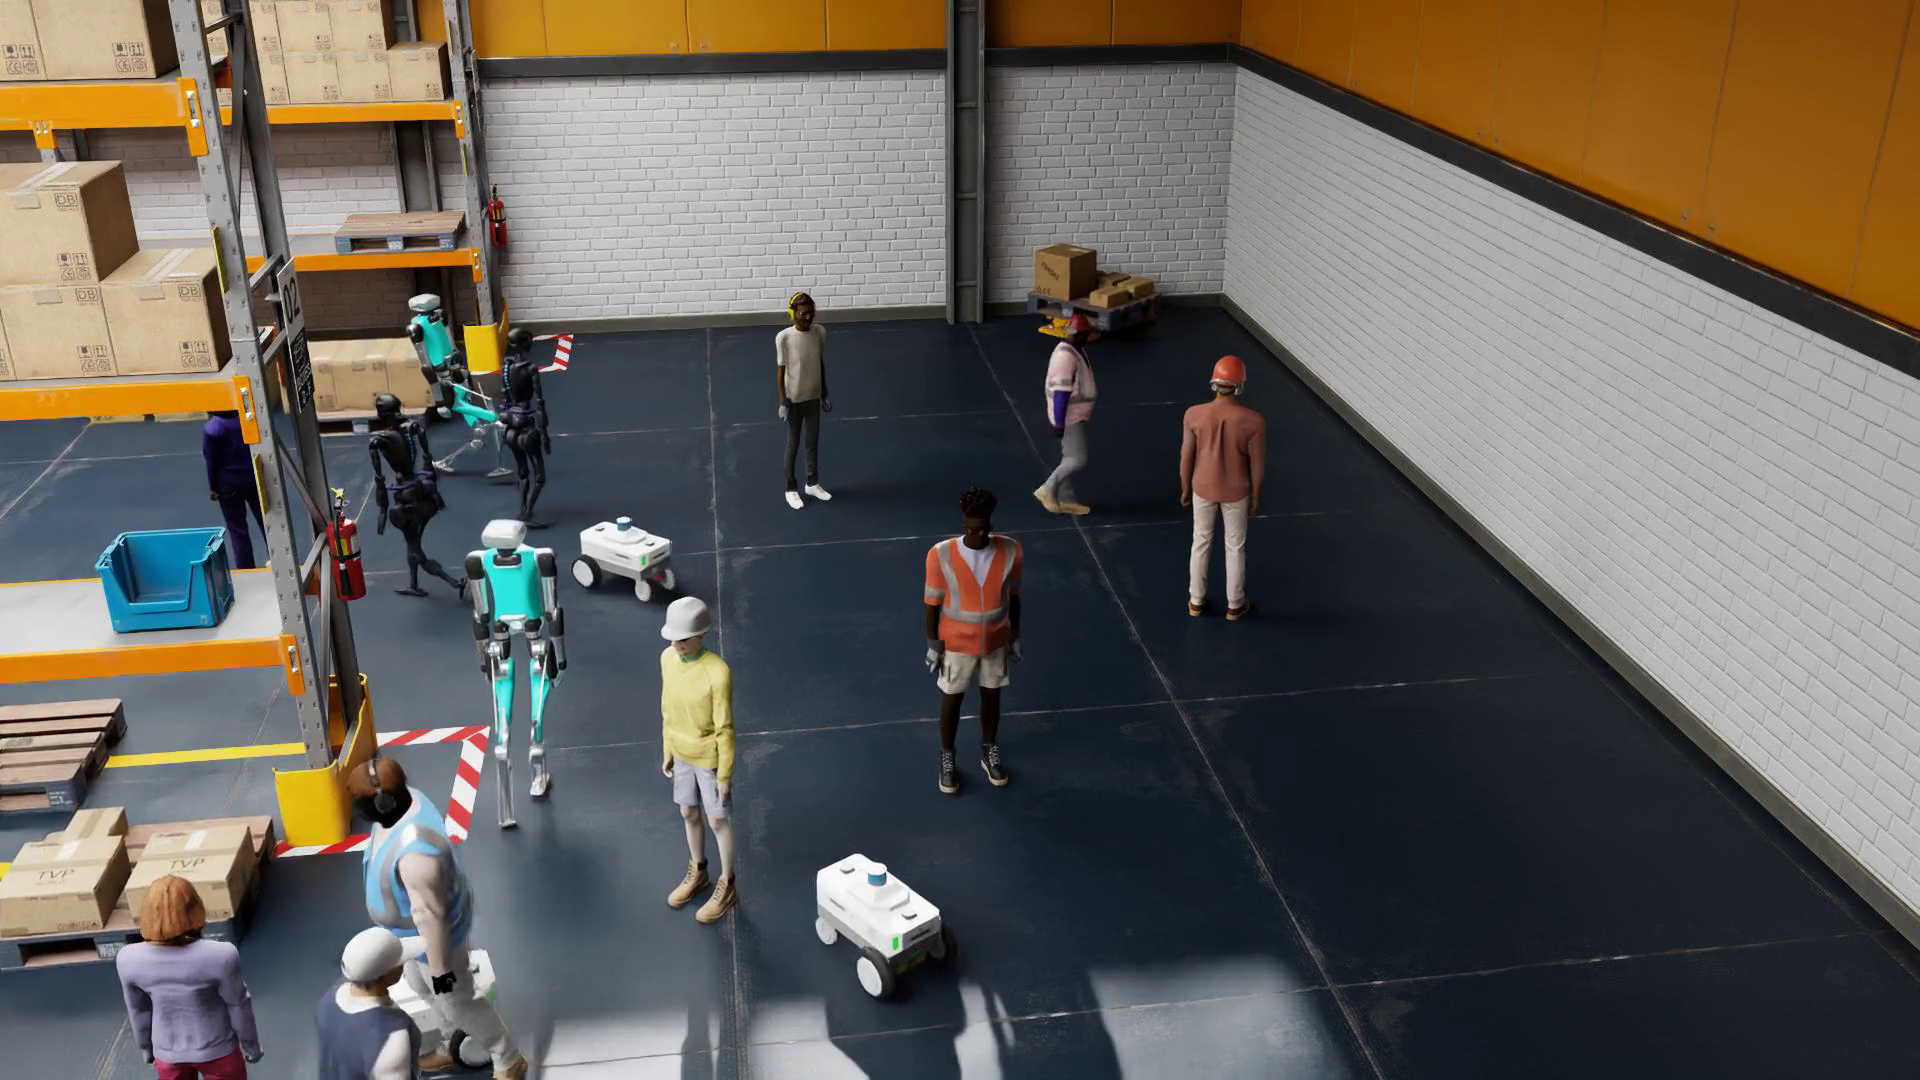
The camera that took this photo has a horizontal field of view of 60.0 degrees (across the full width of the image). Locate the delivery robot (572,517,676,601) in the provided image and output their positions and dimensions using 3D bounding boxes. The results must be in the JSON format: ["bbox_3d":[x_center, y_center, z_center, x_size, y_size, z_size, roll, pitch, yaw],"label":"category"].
[{"bbox_3d":[-2.570,0.114,12.774,0.791,0.589,0.499,15,28,30],"label":"delivery robot"}]

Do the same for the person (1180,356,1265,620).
[{"bbox_3d":[1.903,-0.373,12.101,0.610,1.995,0.383,8,25,17],"label":"person"}]

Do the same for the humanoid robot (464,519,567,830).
[{"bbox_3d":[-2.600,0.868,9.711,0.547,1.878,0.817,-1,24,-1],"label":"humanoid robot"}]

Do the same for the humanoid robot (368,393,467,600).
[{"bbox_3d":[-4.022,-0.301,12.366,0.652,1.620,0.608,12,27,26],"label":"humanoid robot"}]

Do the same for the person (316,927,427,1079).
[{"bbox_3d":[-2.178,2.225,6.490,0.773,1.734,0.673,19,30,37],"label":"person"}]

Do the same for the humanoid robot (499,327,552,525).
[{"bbox_3d":[-3.643,-0.934,13.783,0.592,1.646,0.426,21,31,39],"label":"humanoid robot"}]

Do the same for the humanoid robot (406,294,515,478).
[{"bbox_3d":[-4.279,-1.282,14.568,1.081,1.720,0.549,6,24,12],"label":"humanoid robot"}]

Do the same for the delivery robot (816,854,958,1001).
[{"bbox_3d":[-0.413,1.958,8.590,0.499,0.603,0.803,-19,30,-37],"label":"delivery robot"}]

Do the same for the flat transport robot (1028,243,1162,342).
[{"bbox_3d":[1.615,-2.564,19.238,0.659,0.231,1.431,20,31,38],"label":"flat transport robot"}]

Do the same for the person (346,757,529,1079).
[{"bbox_3d":[-2.353,1.747,7.531,0.582,1.800,0.673,-13,27,-26],"label":"person"}]

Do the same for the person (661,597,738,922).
[{"bbox_3d":[-1.371,1.142,8.799,0.481,1.887,0.402,16,28,32],"label":"person"}]

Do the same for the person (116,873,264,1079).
[{"bbox_3d":[-3.157,2.108,6.906,0.496,1.625,0.285,-1,24,-2],"label":"person"}]

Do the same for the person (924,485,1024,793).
[{"bbox_3d":[0.090,0.590,9.945,0.611,1.961,0.365,-6,24,-14],"label":"person"}]

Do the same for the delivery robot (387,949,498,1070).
[{"bbox_3d":[-2.576,2.239,7.928,0.772,0.586,0.499,-10,26,-22],"label":"delivery robot"}]

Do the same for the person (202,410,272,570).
[{"bbox_3d":[-5.543,-0.444,12.741,0.381,1.615,0.465,15,28,30],"label":"person"}]

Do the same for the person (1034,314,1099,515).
[{"bbox_3d":[0.927,-1.025,13.928,0.419,1.719,0.658,5,24,11],"label":"person"}]

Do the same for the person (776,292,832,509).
[{"bbox_3d":[-1.314,-1.199,14.138,0.511,1.870,0.326,-18,29,-35],"label":"person"}]
